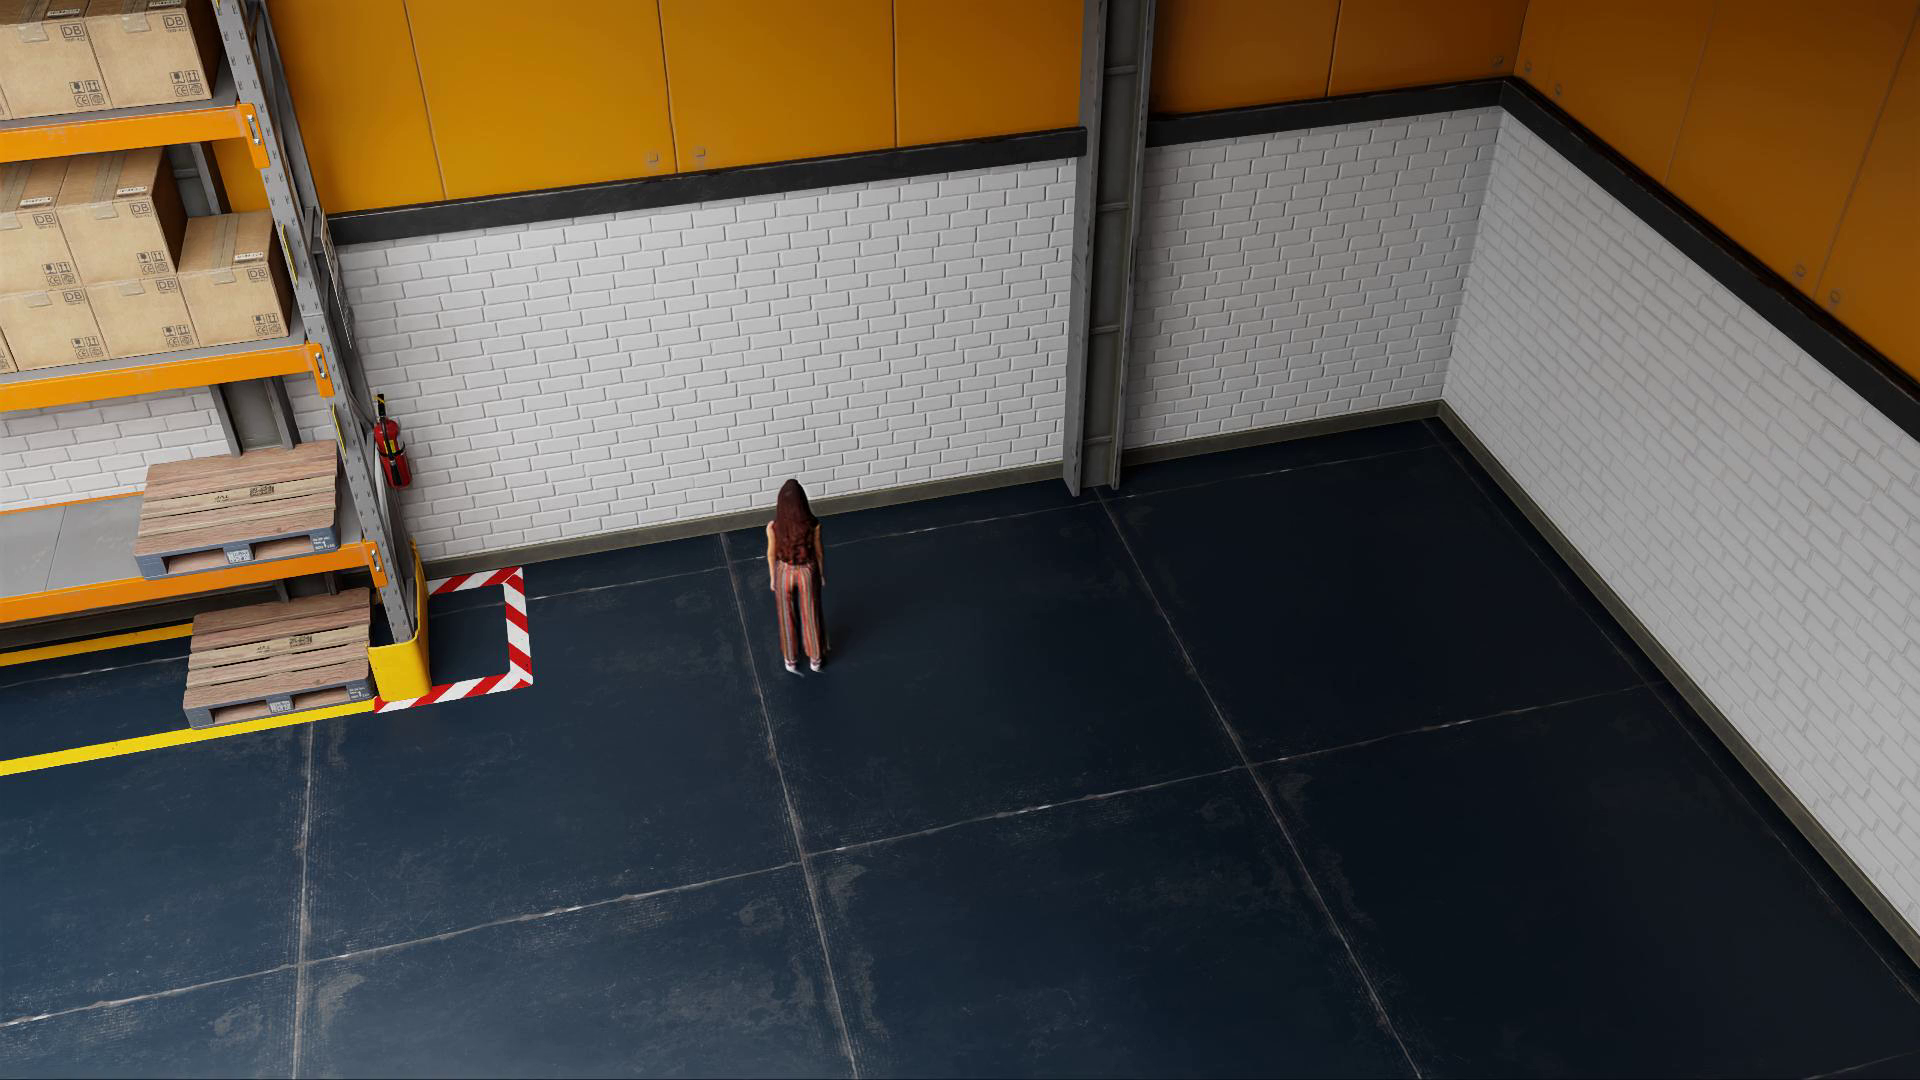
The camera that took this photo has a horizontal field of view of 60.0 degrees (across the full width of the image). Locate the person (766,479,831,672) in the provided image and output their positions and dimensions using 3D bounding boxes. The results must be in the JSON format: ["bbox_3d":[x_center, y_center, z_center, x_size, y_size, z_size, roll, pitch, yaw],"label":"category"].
[{"bbox_3d":[-1.111,0.242,11.324,0.482,1.561,0.615,-5,39,-6],"label":"person"}]
